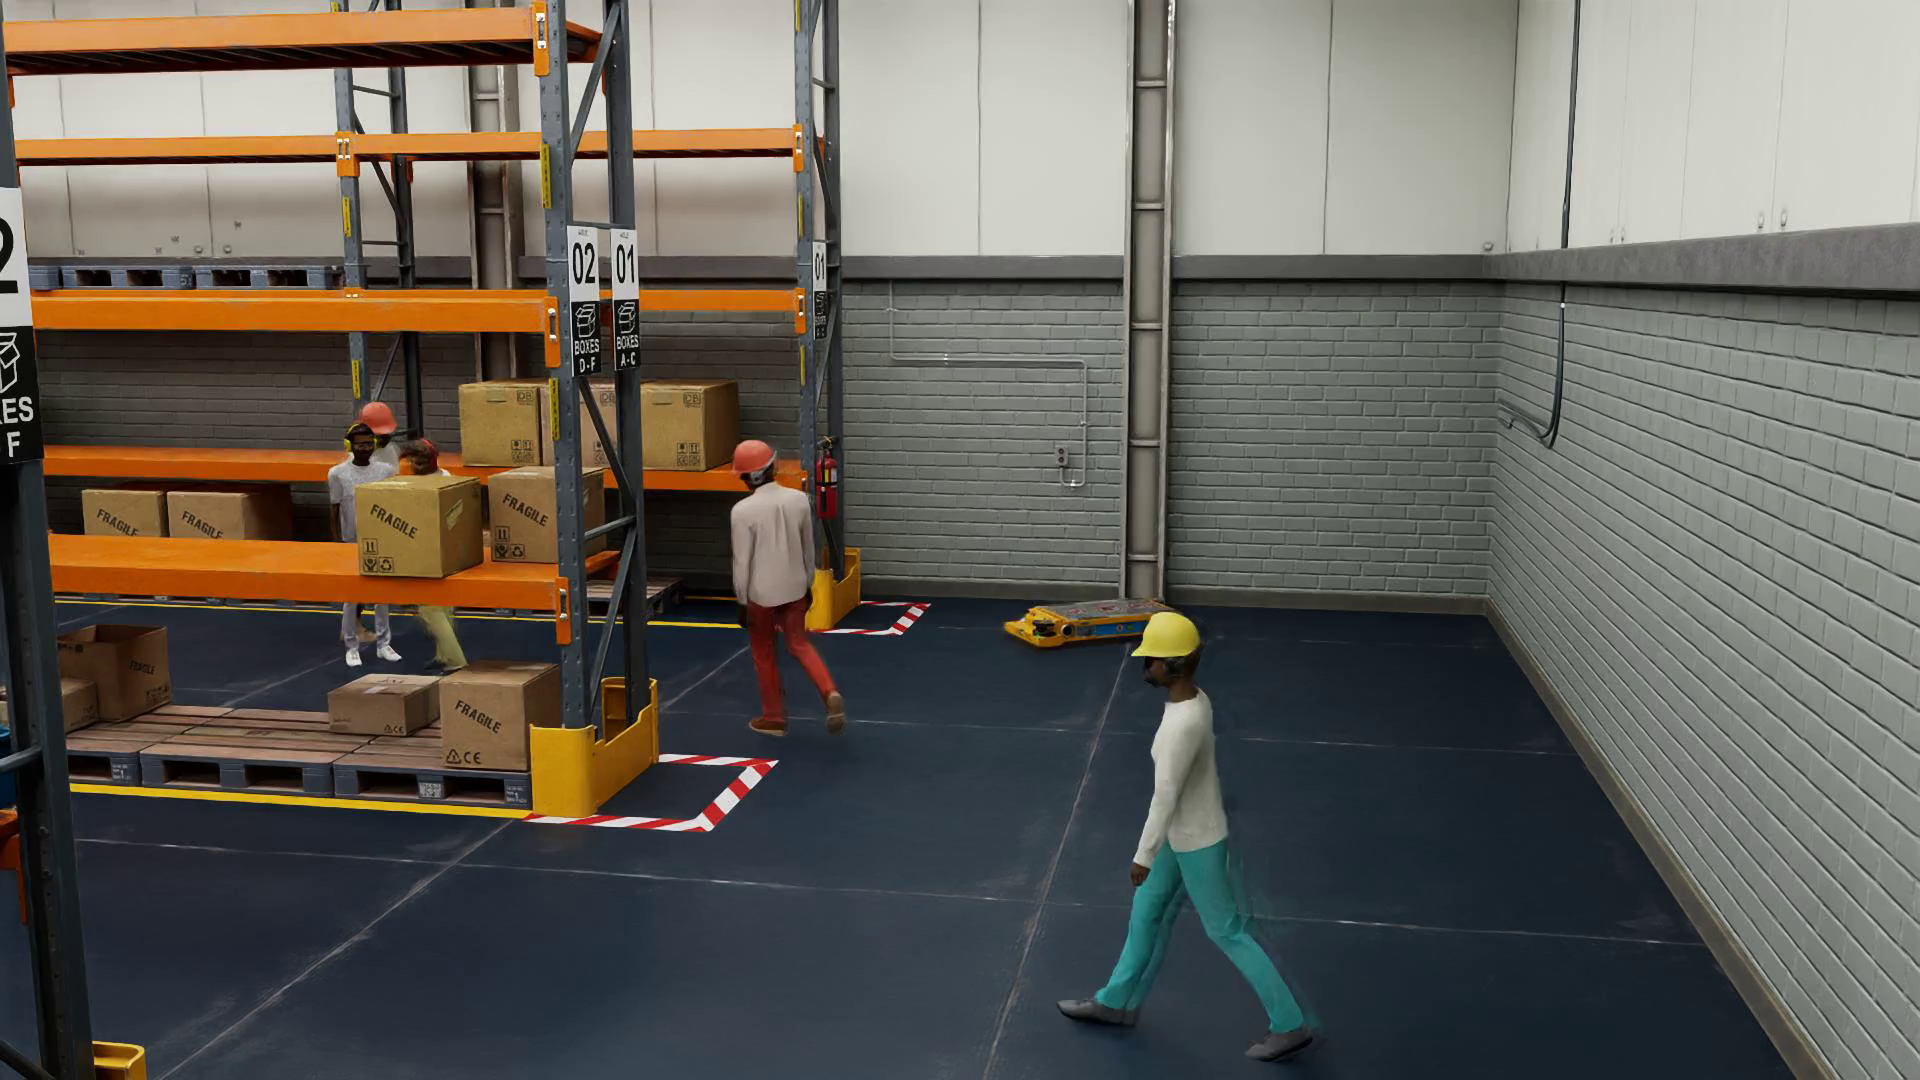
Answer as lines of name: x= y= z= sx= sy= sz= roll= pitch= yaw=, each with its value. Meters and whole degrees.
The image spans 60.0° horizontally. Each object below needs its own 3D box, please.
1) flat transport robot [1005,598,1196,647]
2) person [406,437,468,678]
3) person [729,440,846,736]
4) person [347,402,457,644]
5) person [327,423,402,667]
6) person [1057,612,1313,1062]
flat transport robot: x=1.152 y=0.661 z=13.656 sx=1.431 sy=0.197 sz=0.652 roll=-4 pitch=10 yaw=-22
person: x=-3.821 y=0.131 z=12.216 sx=0.469 sy=1.807 sz=0.644 roll=0 pitch=9 yaw=-1
person: x=-1.118 y=0.339 z=10.511 sx=0.644 sy=1.948 sz=0.741 roll=-8 pitch=12 yaw=-40
person: x=-4.542 y=-0.116 z=13.228 sx=0.875 sy=1.979 sz=0.634 roll=3 pitch=10 yaw=16
person: x=-4.524 y=0.033 z=12.653 sx=0.513 sy=1.861 sz=0.322 roll=-7 pitch=12 yaw=-38
person: x=0.895 y=1.121 z=6.352 sx=0.980 sy=1.708 sz=0.524 roll=2 pitch=9 yaw=10
